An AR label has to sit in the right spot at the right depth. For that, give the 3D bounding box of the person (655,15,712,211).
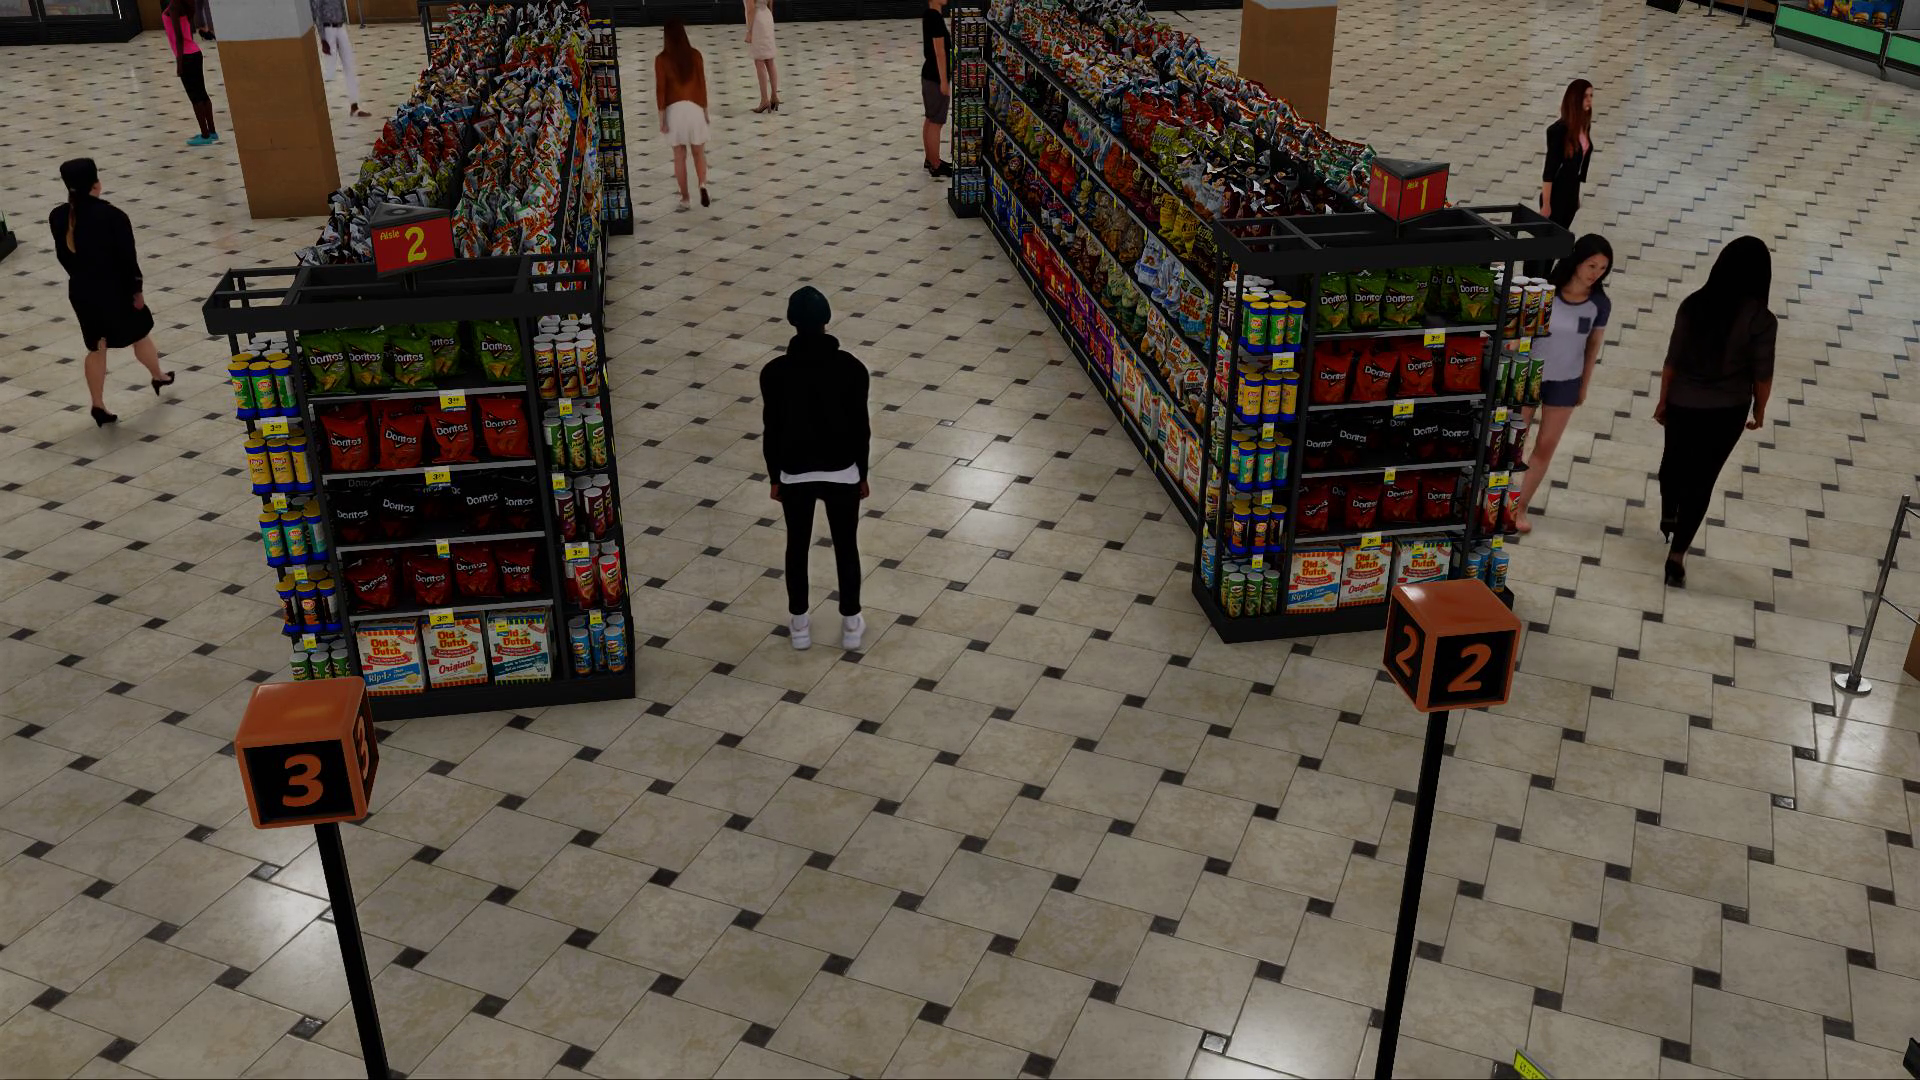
[{"bbox_3d":[-2.420,-3.738,14.733,0.667,1.704,0.871,-8,28,-15],"label":"person"}]

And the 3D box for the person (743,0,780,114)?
[{"bbox_3d":[-2.204,-5.629,18.426,0.749,1.735,0.690,17,32,30],"label":"person"}]

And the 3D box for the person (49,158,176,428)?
[{"bbox_3d":[-5.387,-1.487,10.379,0.879,1.625,1.152,2,27,3],"label":"person"}]

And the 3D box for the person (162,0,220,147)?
[{"bbox_3d":[-7.922,-4.943,17.086,0.655,1.724,0.529,0,27,-1],"label":"person"}]

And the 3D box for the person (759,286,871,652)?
[{"bbox_3d":[-0.668,-0.322,7.870,0.696,1.818,0.631,-1,27,-1],"label":"person"}]

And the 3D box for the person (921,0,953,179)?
[{"bbox_3d":[-0.234,-4.449,15.966,0.727,1.855,0.511,-5,27,-10],"label":"person"}]

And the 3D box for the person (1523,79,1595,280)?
[{"bbox_3d":[4.482,-2.586,12.452,0.689,1.711,0.692,-20,33,-34],"label":"person"}]

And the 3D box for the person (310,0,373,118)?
[{"bbox_3d":[-6.910,-5.460,18.128,0.997,1.702,1.038,10,29,19],"label":"person"}]

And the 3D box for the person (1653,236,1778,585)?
[{"bbox_3d":[3.748,-0.609,8.434,0.979,1.820,1.010,22,34,37],"label":"person"}]

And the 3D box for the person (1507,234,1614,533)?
[{"bbox_3d":[3.237,-0.901,9.163,0.818,1.680,0.935,7,28,13],"label":"person"}]
